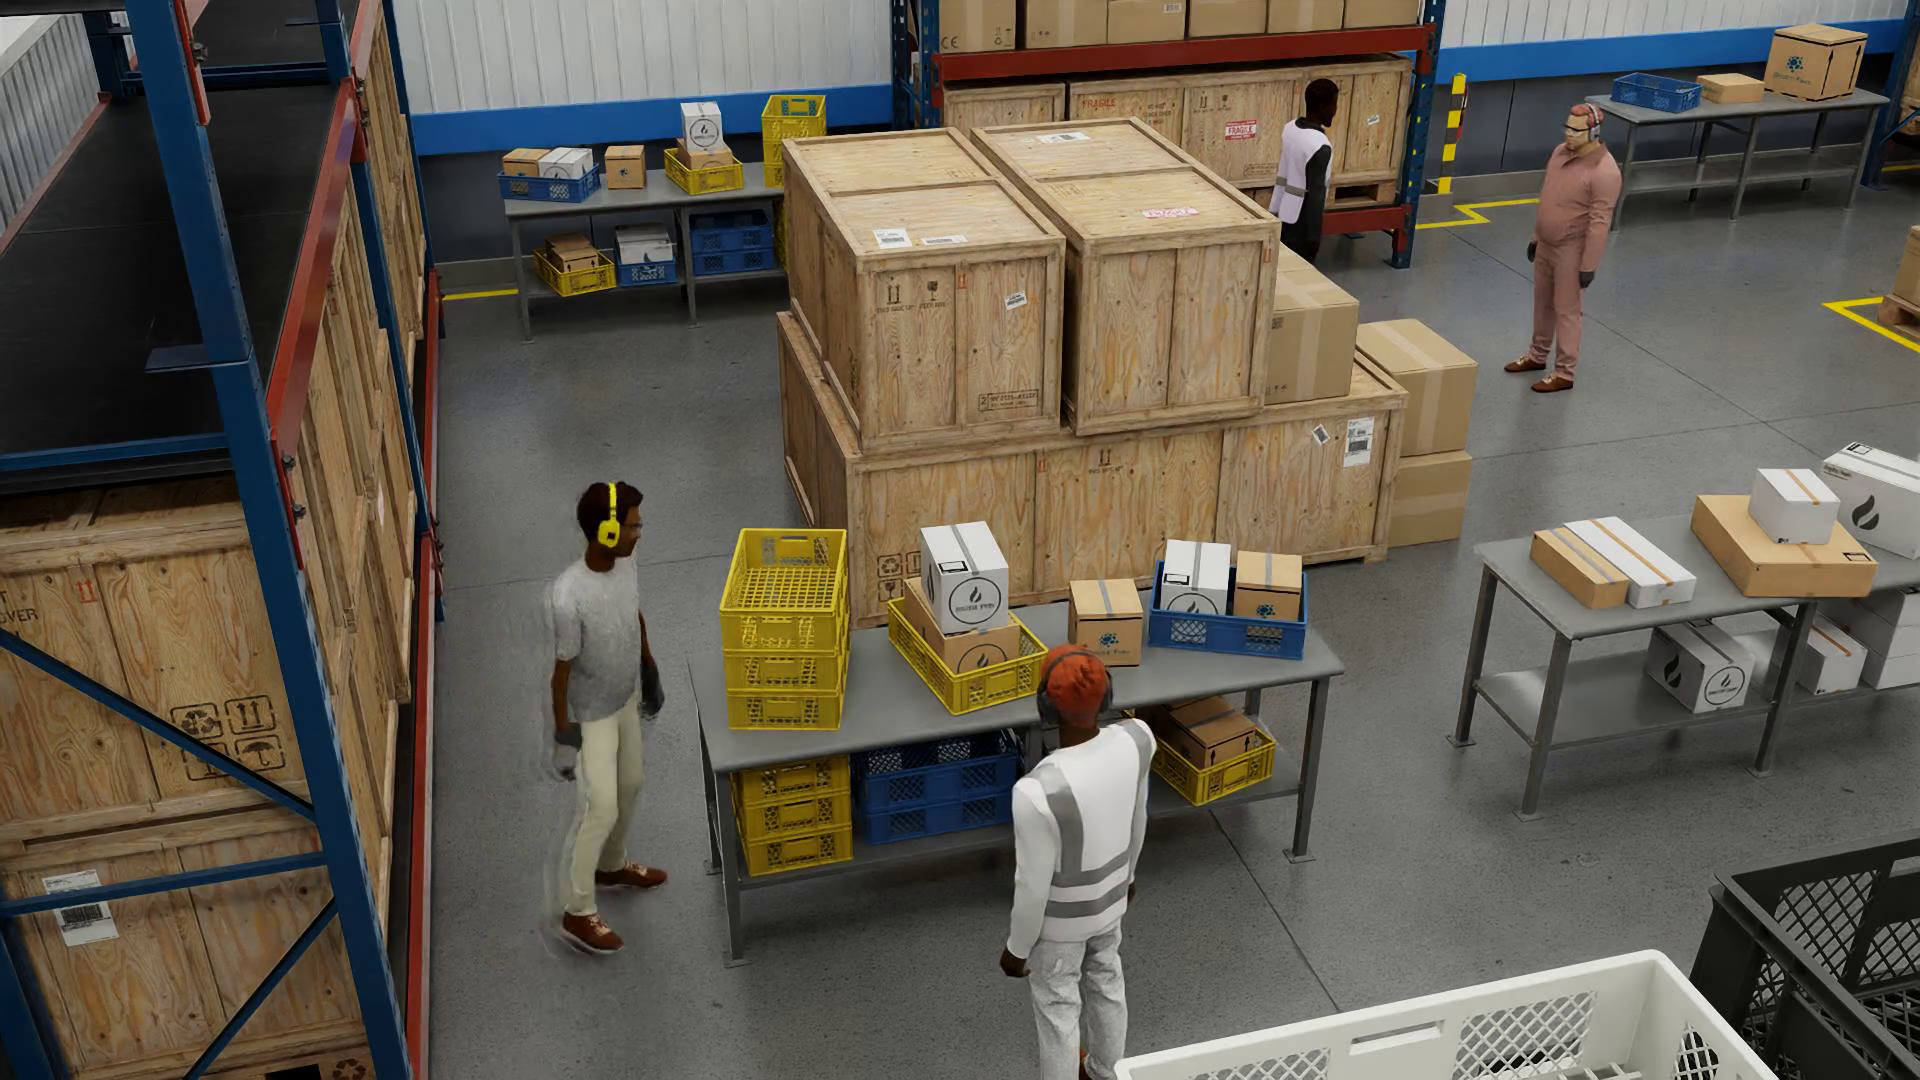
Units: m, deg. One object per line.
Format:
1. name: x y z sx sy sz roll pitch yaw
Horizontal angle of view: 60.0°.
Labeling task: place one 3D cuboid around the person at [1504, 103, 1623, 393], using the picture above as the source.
1. person: 3.945 -1.907 10.881 0.401 1.900 0.650 -7 30 -12

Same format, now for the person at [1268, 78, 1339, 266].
1. person: 2.329 -2.198 11.396 0.391 1.910 0.583 -6 29 -10

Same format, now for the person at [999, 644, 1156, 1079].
1. person: 0.363 1.161 5.319 0.583 1.883 0.338 -25 37 -37

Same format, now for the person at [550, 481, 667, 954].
1. person: -1.341 0.644 6.309 0.378 1.838 0.667 10 31 18
